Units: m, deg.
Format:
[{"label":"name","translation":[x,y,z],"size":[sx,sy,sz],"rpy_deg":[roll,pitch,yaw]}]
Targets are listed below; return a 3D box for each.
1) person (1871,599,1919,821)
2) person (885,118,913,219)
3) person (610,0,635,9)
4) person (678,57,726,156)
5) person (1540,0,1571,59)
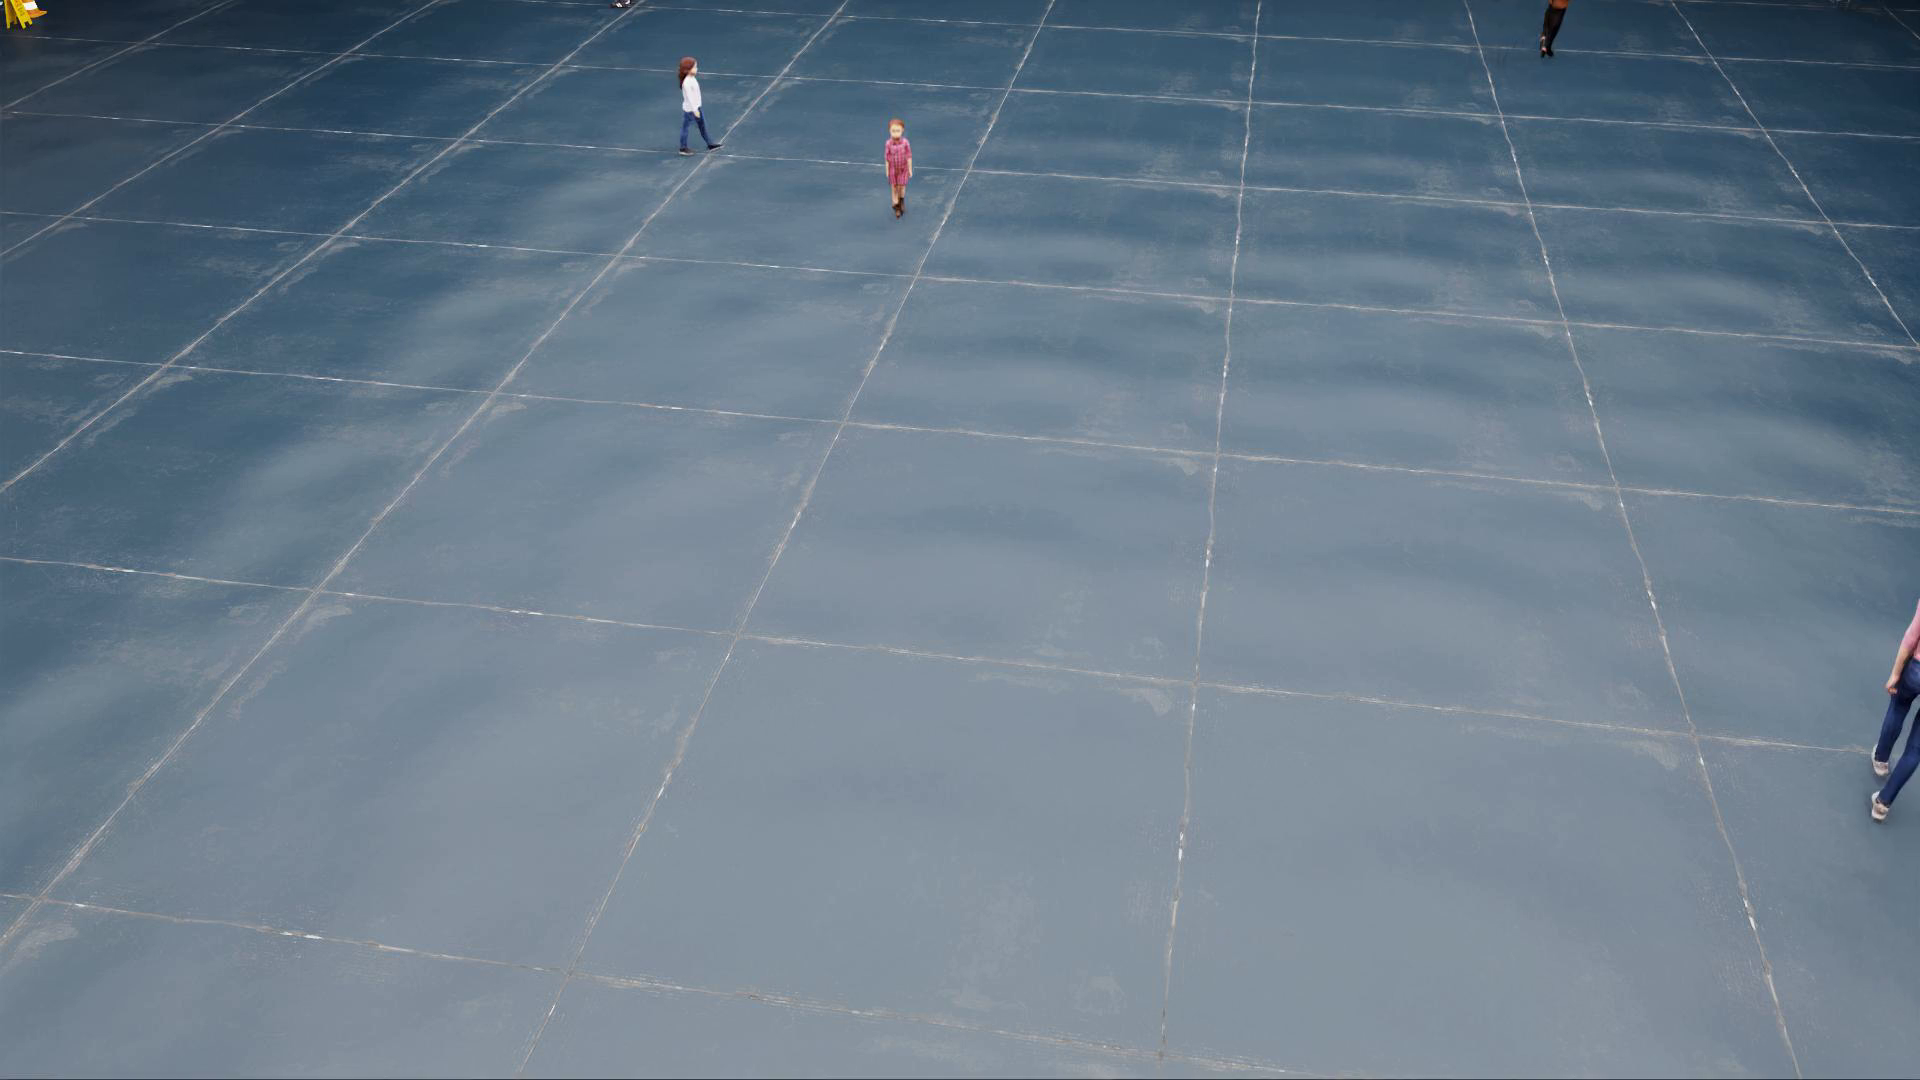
[{"label":"person","translation":[5.287,0.805,9.052],"size":[0.904,1.719,0.822],"rpy_deg":[16,36,24]},{"label":"person","translation":[-0.619,-3.835,17.083],"size":[0.704,0.999,0.605],"rpy_deg":[-3,32,-5]},{"label":"person","translation":[-4.905,-8.641,23.889],"size":[0.535,1.866,0.618],"rpy_deg":[4,33,7]},{"label":"person","translation":[-3.056,-4.839,18.590],"size":[0.721,1.090,0.458],"rpy_deg":[7,33,10]},{"label":"person","translation":[7.752,-7.205,21.636],"size":[0.843,1.840,0.782],"rpy_deg":[-21,38,-30]}]
